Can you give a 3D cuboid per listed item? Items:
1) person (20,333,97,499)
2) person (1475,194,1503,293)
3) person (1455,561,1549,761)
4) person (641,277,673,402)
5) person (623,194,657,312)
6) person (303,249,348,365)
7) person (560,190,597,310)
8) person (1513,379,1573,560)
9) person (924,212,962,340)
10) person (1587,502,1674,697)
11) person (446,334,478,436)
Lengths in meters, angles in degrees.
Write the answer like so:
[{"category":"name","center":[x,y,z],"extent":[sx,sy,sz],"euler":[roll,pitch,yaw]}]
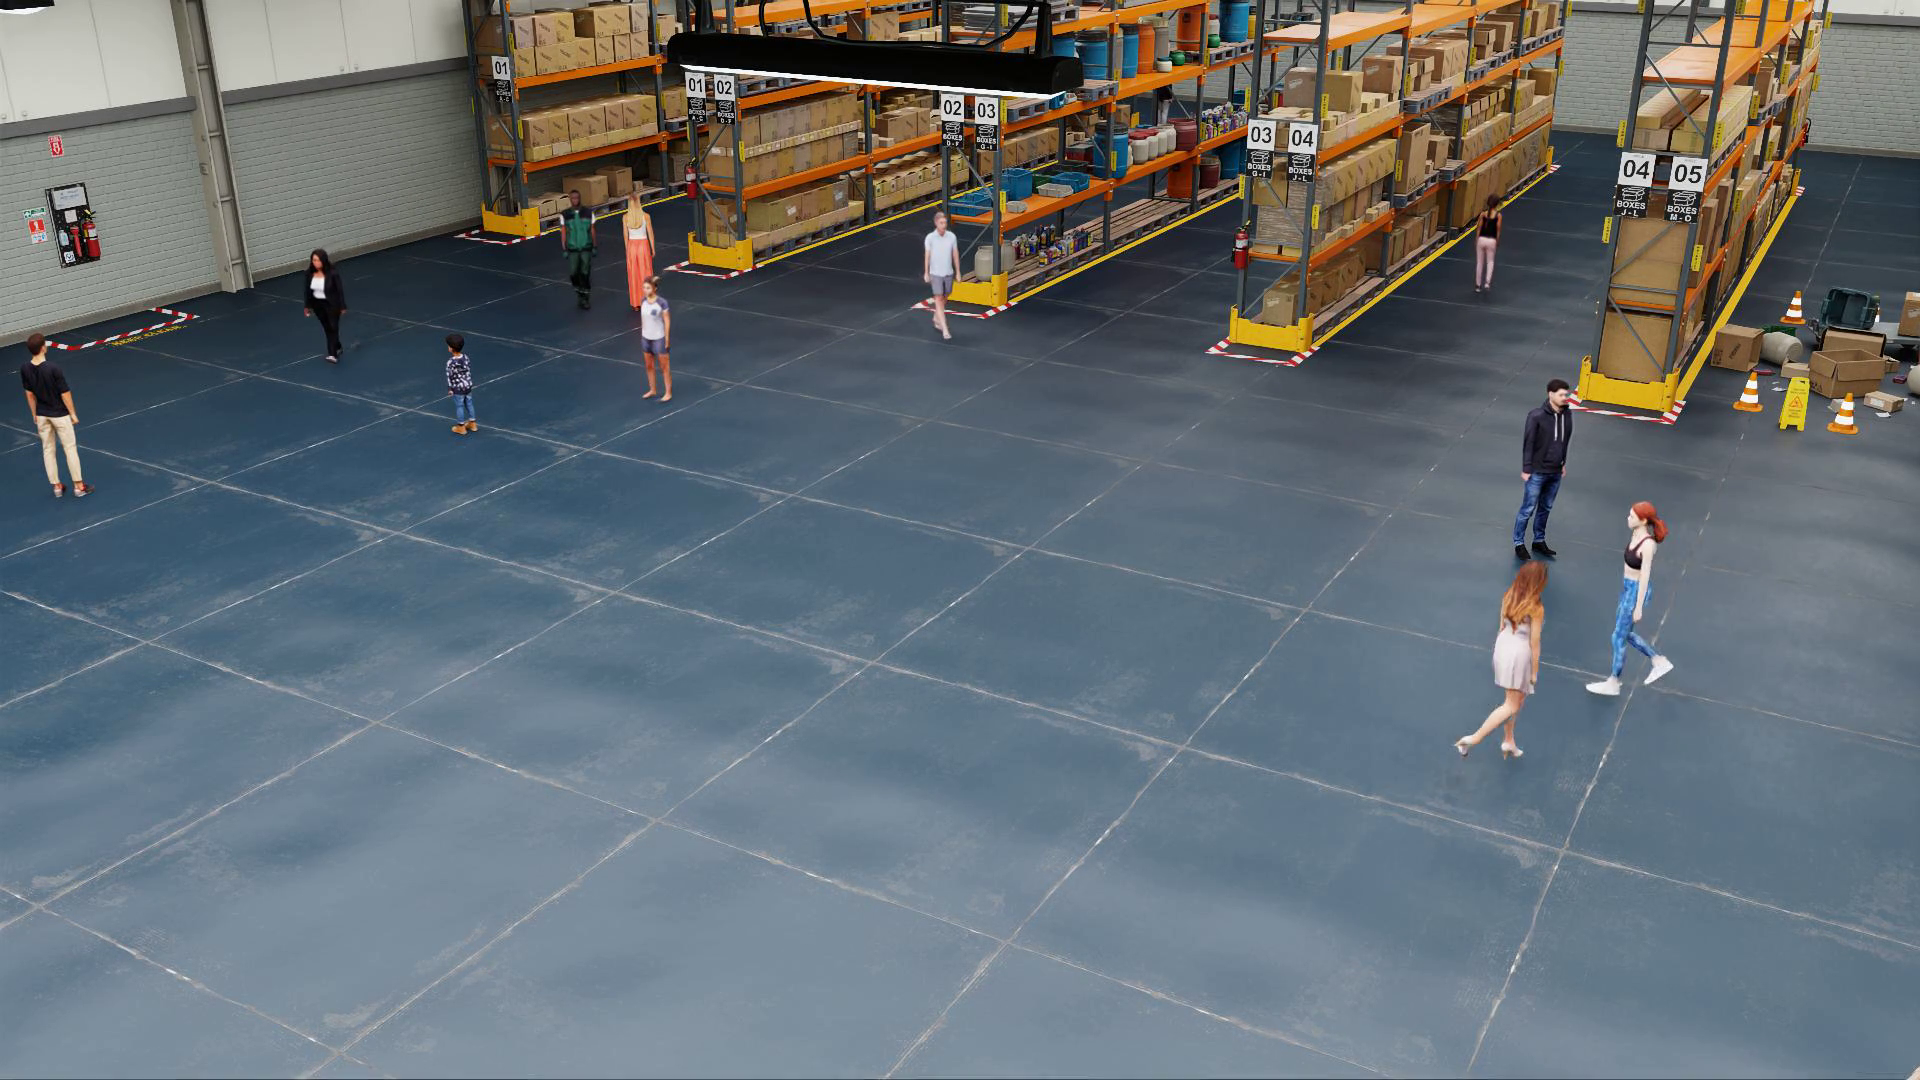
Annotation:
[{"category":"person","center":[-10.008,-1.374,18.349],"extent":[0.715,1.859,0.704],"euler":[0,23,1]},{"category":"person","center":[8.453,-4.749,26.678],"extent":[0.590,1.551,0.661],"euler":[6,24,15]},{"category":"person","center":[4.235,1.004,12.909],"extent":[1.036,1.740,0.899],"euler":[-12,26,-27]},{"category":"person","center":[-3.945,-2.611,21.558],"extent":[0.586,1.623,0.515],"euler":[11,25,24]},{"category":"person","center":[-4.946,-4.435,25.618],"extent":[0.714,1.803,0.725],"euler":[1,23,3]},{"category":"person","center":[-8.795,-3.267,23.170],"extent":[0.965,1.570,1.155],"euler":[1,23,1]},{"category":"person","center":[-5.892,-4.503,25.739],"extent":[0.887,1.834,0.949],"euler":[-7,24,-16]},{"category":"person","center":[5.898,-0.736,16.805],"extent":[0.735,1.893,0.820],"euler":[-8,24,-19]},{"category":"person","center":[-0.298,-3.892,24.363],"extent":[1.204,1.787,1.201],"euler":[-8,24,-19]},{"category":"person","center":[5.765,0.522,14.007],"extent":[0.877,1.768,0.954],"euler":[2,23,4]},{"category":"person","center":[-6.130,-1.923,20.414],"extent":[0.575,1.252,0.461],"euler":[17,28,34]}]
